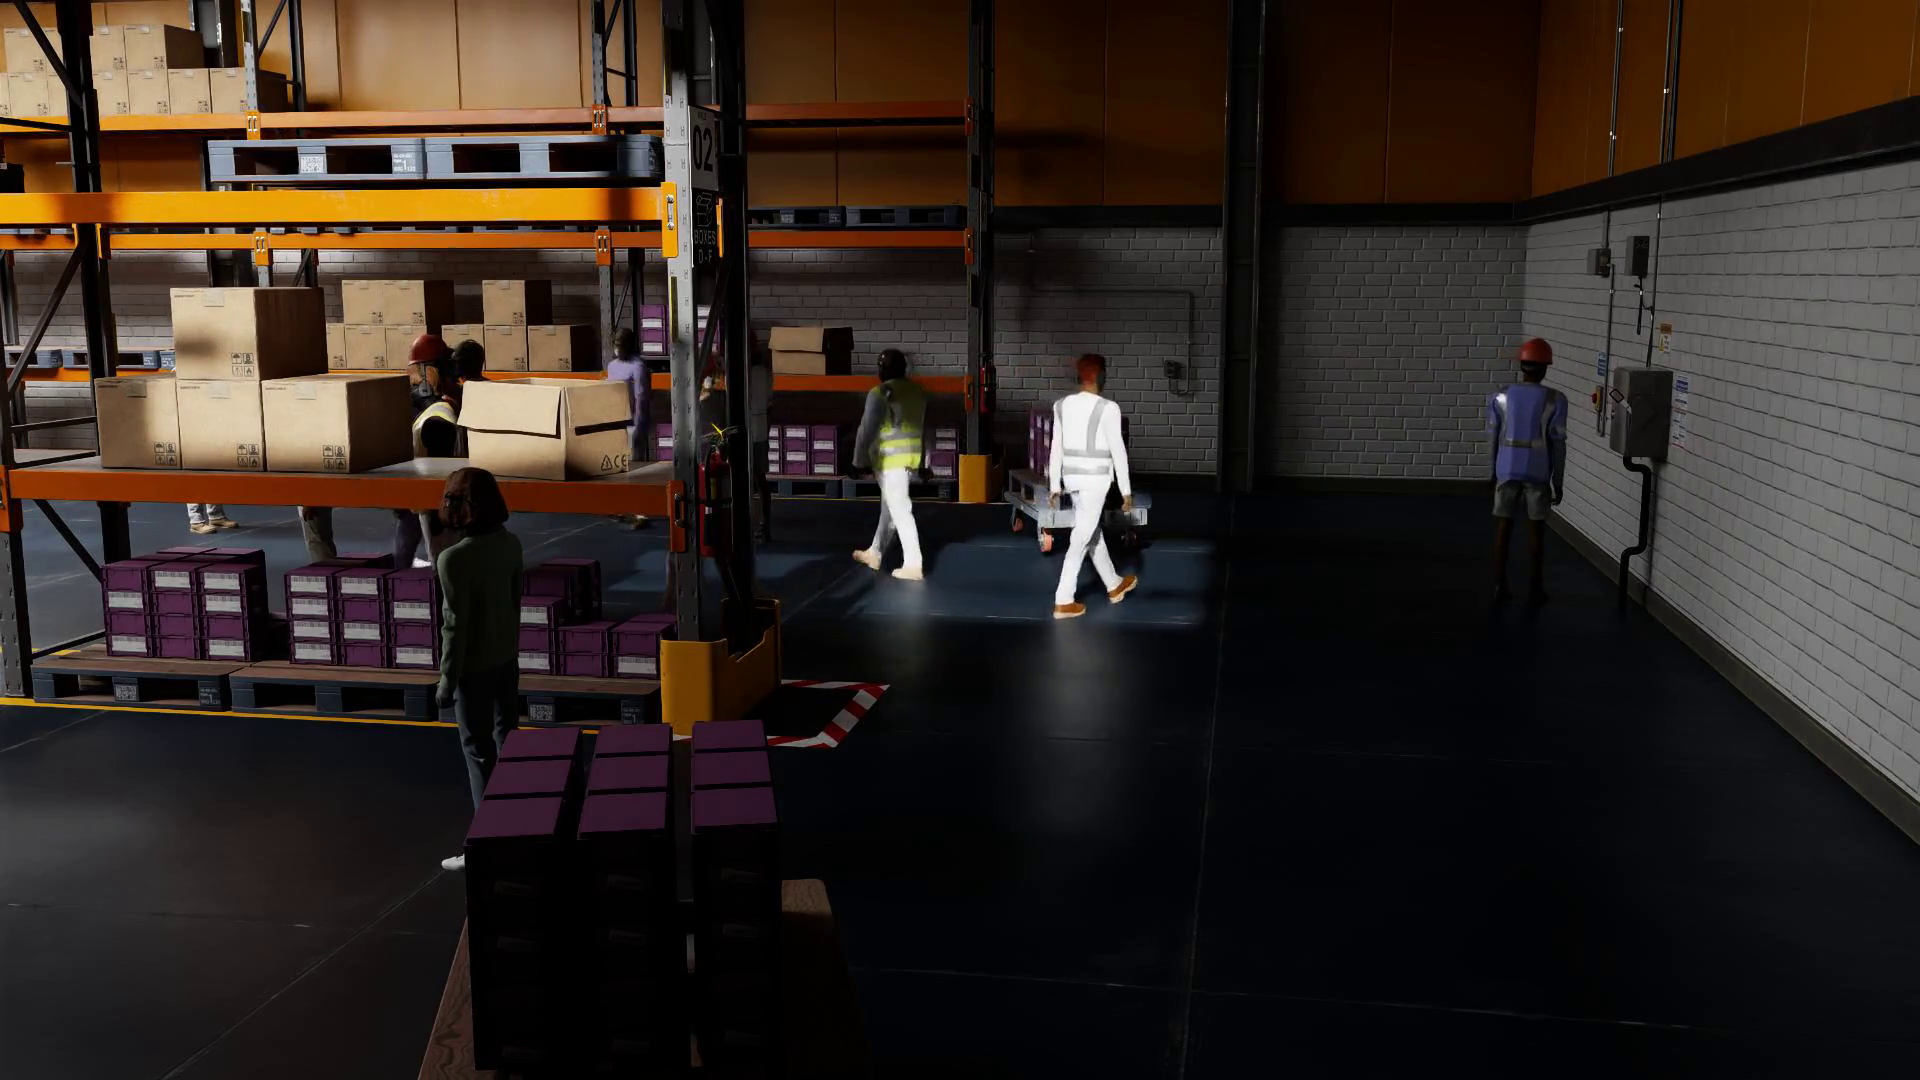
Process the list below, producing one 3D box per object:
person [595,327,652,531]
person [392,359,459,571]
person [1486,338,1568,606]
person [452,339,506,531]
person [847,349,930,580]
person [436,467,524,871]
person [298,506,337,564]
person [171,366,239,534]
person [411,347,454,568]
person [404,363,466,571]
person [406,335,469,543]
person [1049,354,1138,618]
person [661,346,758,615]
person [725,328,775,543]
[{"bbox_3d":[-3.164,-1.054,15.679,0.366,1.906,0.870,-8,12,-39],"label":"person"},{"bbox_3d":[-3.613,-0.349,11.564,1.081,1.813,0.655,7,12,38],"label":"person"},{"bbox_3d":[4.094,-0.488,12.044,0.566,1.934,0.380,6,11,31],"label":"person"},{"bbox_3d":[-3.420,-0.441,11.734,0.372,1.940,0.631,2,9,15],"label":"person"},{"bbox_3d":[-0.604,-0.604,13.184,0.902,1.798,0.622,7,11,35],"label":"person"},{"bbox_3d":[-1.936,0.517,6.725,0.284,1.636,0.500,3,10,17],"label":"person"},{"bbox_3d":[-4.463,-0.336,11.423,0.404,1.828,0.600,-3,10,-17],"label":"person"},{"bbox_3d":[-6.994,-0.986,15.423,0.429,1.844,0.627,2,9,13],"label":"person"},{"bbox_3d":[-4.284,-0.680,13.603,0.814,1.812,0.512,-3,10,-21],"label":"person"},{"bbox_3d":[-3.371,-0.213,10.673,0.430,1.836,0.622,-4,10,-22],"label":"person"},{"bbox_3d":[-3.544,-0.406,11.375,0.393,1.985,0.611,-1,9,-7],"label":"person"},{"bbox_3d":[0.973,-0.393,11.759,0.960,1.829,0.603,-8,12,-42],"label":"person"},{"bbox_3d":[-1.619,-0.250,10.531,0.635,1.955,0.931,8,12,39],"label":"person"},{"bbox_3d":[-1.877,-0.906,14.626,0.358,1.938,0.542,6,11,34],"label":"person"}]
